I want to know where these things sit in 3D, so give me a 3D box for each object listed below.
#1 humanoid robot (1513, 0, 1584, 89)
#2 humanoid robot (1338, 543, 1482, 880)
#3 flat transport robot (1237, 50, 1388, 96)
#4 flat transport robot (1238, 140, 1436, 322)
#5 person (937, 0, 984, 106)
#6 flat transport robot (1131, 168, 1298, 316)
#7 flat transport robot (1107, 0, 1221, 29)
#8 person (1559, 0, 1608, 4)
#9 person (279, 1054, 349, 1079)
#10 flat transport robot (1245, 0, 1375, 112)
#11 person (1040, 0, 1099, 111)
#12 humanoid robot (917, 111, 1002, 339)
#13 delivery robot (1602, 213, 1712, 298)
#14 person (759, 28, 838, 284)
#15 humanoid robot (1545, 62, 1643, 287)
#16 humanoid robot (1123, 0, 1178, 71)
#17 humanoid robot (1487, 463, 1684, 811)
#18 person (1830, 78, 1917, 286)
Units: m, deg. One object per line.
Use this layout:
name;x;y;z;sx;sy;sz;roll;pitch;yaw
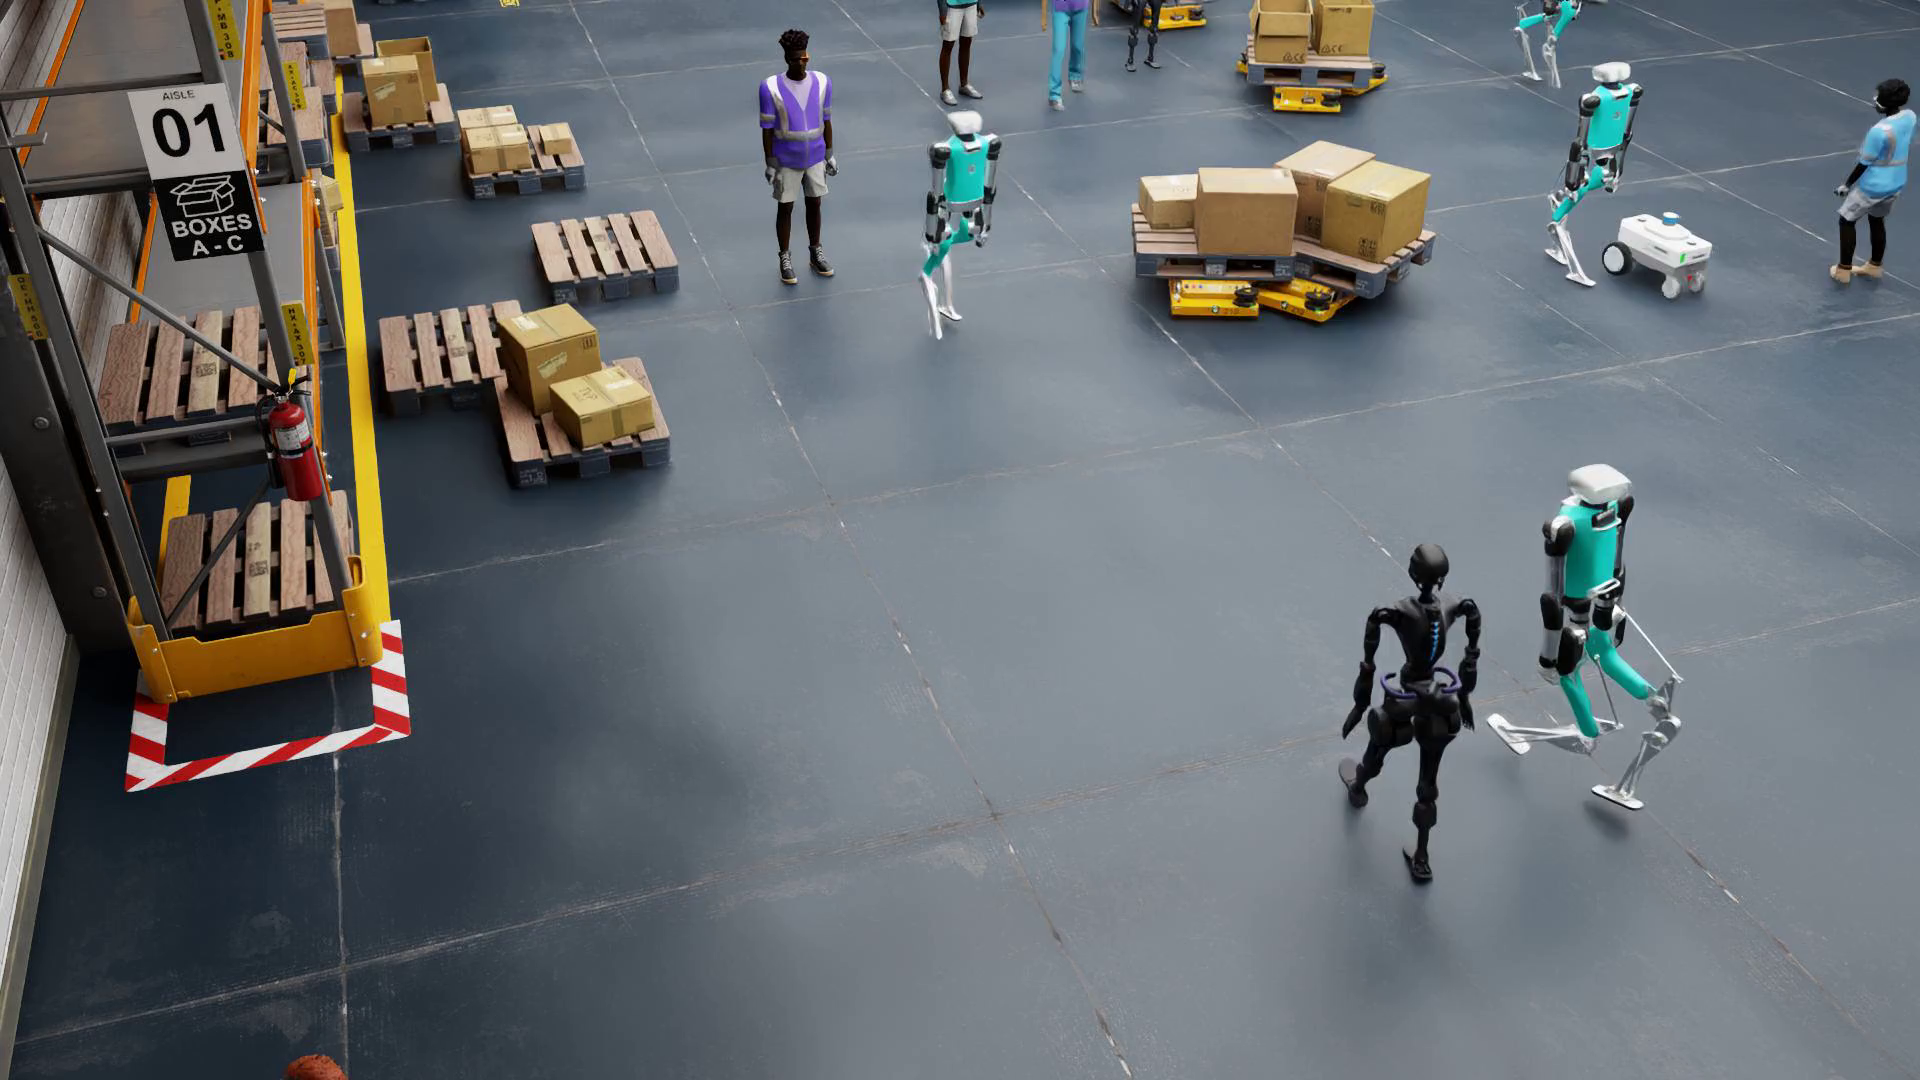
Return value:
humanoid robot;6.016;-5.461;16.914;0.549;1.801;0.834;-18;37;-25
humanoid robot;2.037;0.706;7.514;0.608;1.622;0.750;-5;33;-8
flat transport robot;3.695;-4.957;17.461;1.431;0.231;0.659;24;40;32
flat transport robot;2.920;-2.109;13.092;0.659;0.231;1.431;24;40;32
person;-0.015;-5.330;16.508;0.553;1.935;0.427;-24;40;-32
flat transport robot;1.966;-2.151;13.158;0.659;0.231;1.431;2;33;2
flat transport robot;2.277;-6.266;19.469;0.659;0.231;1.431;-10;35;-16
person;7.427;-7.101;19.478;0.505;1.647;0.726;-28;42;-36
person;-1.776;2.195;5.012;0.572;1.886;0.356;7;34;10
flat transport robot;3.528;-4.702;17.070;0.659;0.231;1.431;4;33;6
person;1.074;-5.268;16.567;0.611;1.816;0.699;-10;34;-15
humanoid robot;-0.095;-2.313;12.079;0.533;1.772;0.809;-16;36;-23
delivery robot;5.522;-2.285;13.094;0.499;0.587;0.789;-15;36;-21
person;-1.237;-2.963;12.850;0.602;1.966;0.367;-16;36;-22
humanoid robot;4.808;-2.899;12.979;0.574;1.776;0.893;-13;35;-19
humanoid robot;1.992;-5.771;17.407;0.599;1.657;0.315;-11;35;-16
humanoid robot;3.019;0.543;7.701;0.531;1.721;1.049;-21;39;-29
person;7.034;-2.732;12.772;0.559;1.666;0.362;-19;38;-27
